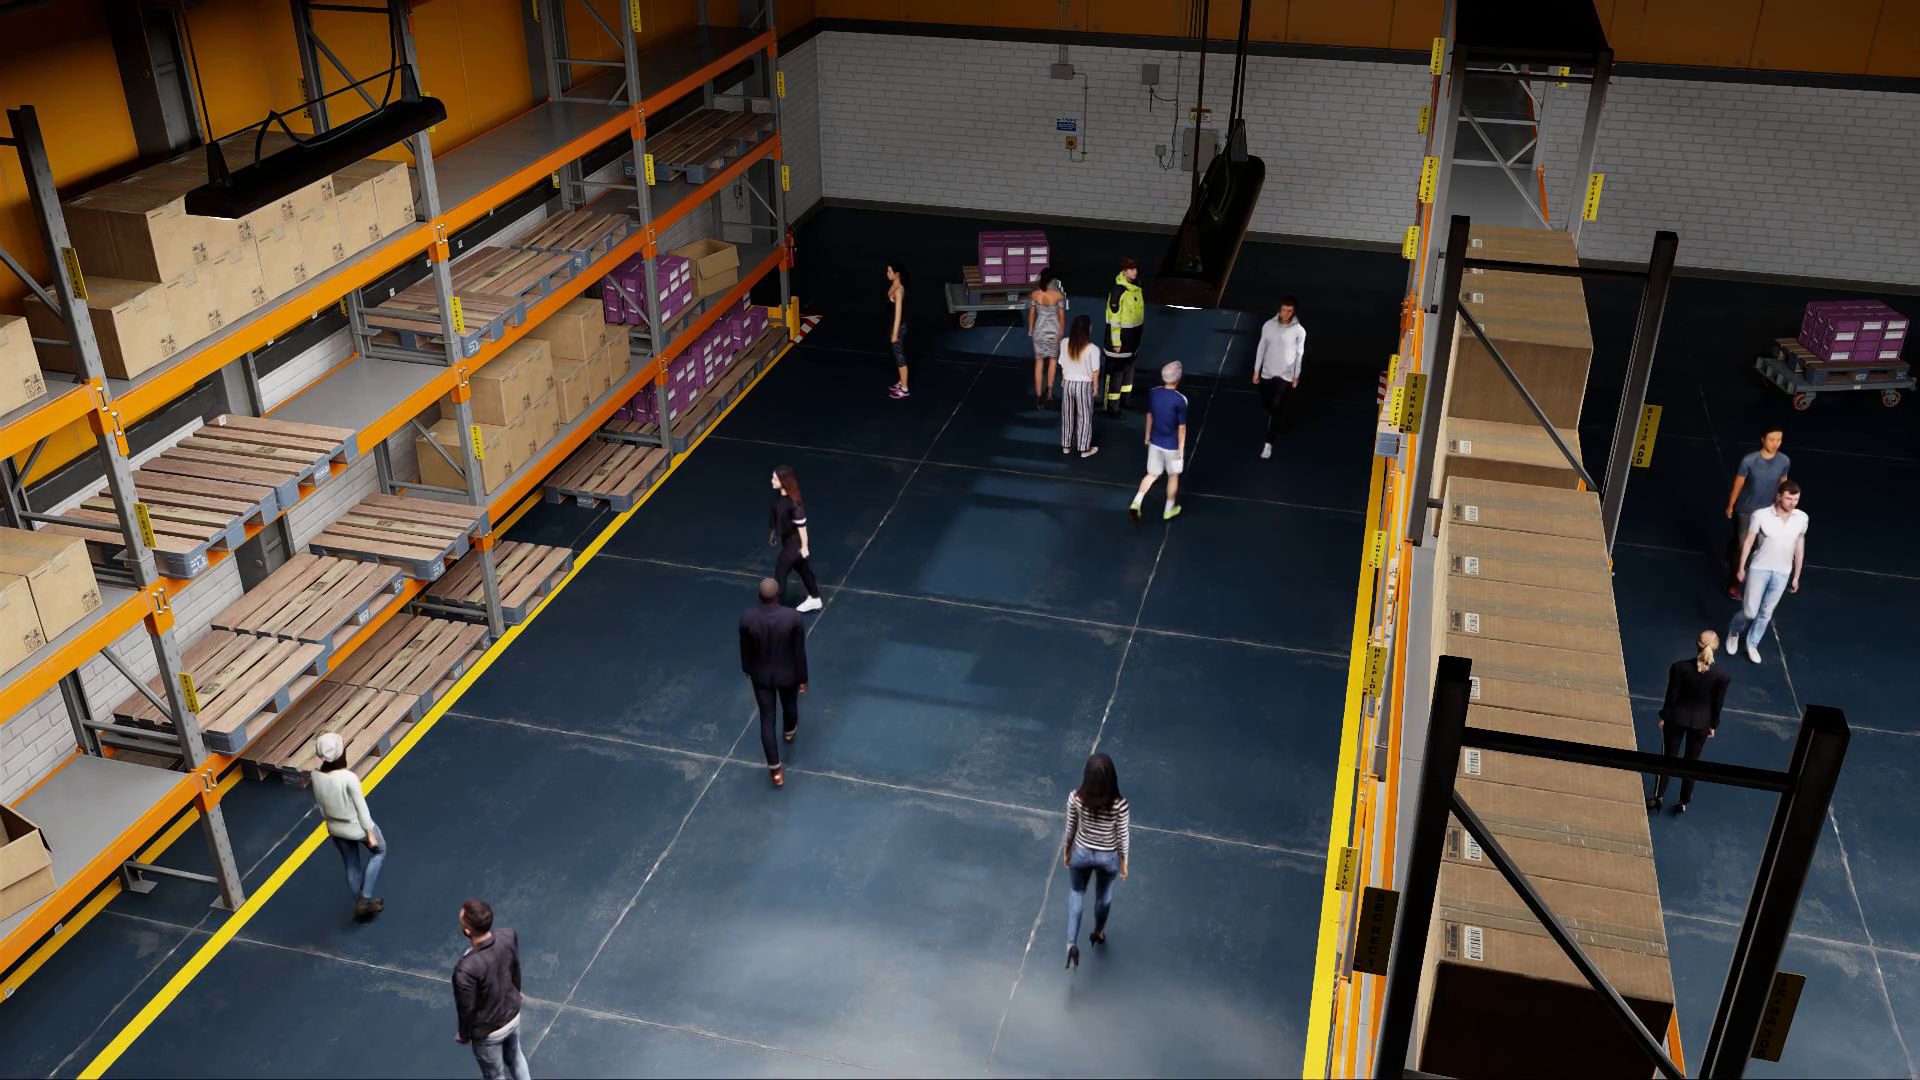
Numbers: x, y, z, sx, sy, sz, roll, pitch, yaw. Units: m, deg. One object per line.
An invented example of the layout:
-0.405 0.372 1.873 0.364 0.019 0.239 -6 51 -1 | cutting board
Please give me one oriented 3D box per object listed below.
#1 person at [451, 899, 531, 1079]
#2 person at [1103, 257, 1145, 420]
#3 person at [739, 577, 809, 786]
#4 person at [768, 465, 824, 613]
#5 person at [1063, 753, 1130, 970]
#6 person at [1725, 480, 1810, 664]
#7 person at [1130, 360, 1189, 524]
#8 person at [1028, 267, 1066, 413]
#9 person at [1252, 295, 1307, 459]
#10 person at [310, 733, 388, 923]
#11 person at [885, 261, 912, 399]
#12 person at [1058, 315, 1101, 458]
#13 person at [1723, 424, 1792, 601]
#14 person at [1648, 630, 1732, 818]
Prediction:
-2.856 2.957 10.232 0.755 1.836 0.561 12 31 20 | person
1.962 -2.467 20.021 0.914 1.983 0.738 20 34 32 | person
-1.515 1.178 13.551 0.938 1.781 1.210 -1 29 -3 | person
-1.523 0.007 15.878 1.055 1.606 1.016 -14 32 -24 | person
0.921 2.272 11.548 0.612 1.777 0.897 8 30 14 | person
7.355 0.248 15.196 0.720 1.837 0.718 1 29 3 | person
2.115 -0.977 17.463 0.906 1.817 1.131 22 35 34 | person
1.027 -2.398 20.078 0.637 1.807 0.688 6 29 11 | person
3.669 -1.947 19.153 0.828 1.902 1.218 14 32 24 | person
-4.437 2.113 11.981 0.579 1.642 0.576 8 30 15 | person
-0.758 -2.616 20.565 0.697 1.724 0.584 -3 29 -6 | person
1.360 -1.776 19.068 0.760 1.683 0.741 18 34 30 | person
7.748 -0.341 16.324 0.819 1.791 1.066 1 29 1 | person
5.738 1.457 13.115 0.598 1.707 0.523 8 30 14 | person
